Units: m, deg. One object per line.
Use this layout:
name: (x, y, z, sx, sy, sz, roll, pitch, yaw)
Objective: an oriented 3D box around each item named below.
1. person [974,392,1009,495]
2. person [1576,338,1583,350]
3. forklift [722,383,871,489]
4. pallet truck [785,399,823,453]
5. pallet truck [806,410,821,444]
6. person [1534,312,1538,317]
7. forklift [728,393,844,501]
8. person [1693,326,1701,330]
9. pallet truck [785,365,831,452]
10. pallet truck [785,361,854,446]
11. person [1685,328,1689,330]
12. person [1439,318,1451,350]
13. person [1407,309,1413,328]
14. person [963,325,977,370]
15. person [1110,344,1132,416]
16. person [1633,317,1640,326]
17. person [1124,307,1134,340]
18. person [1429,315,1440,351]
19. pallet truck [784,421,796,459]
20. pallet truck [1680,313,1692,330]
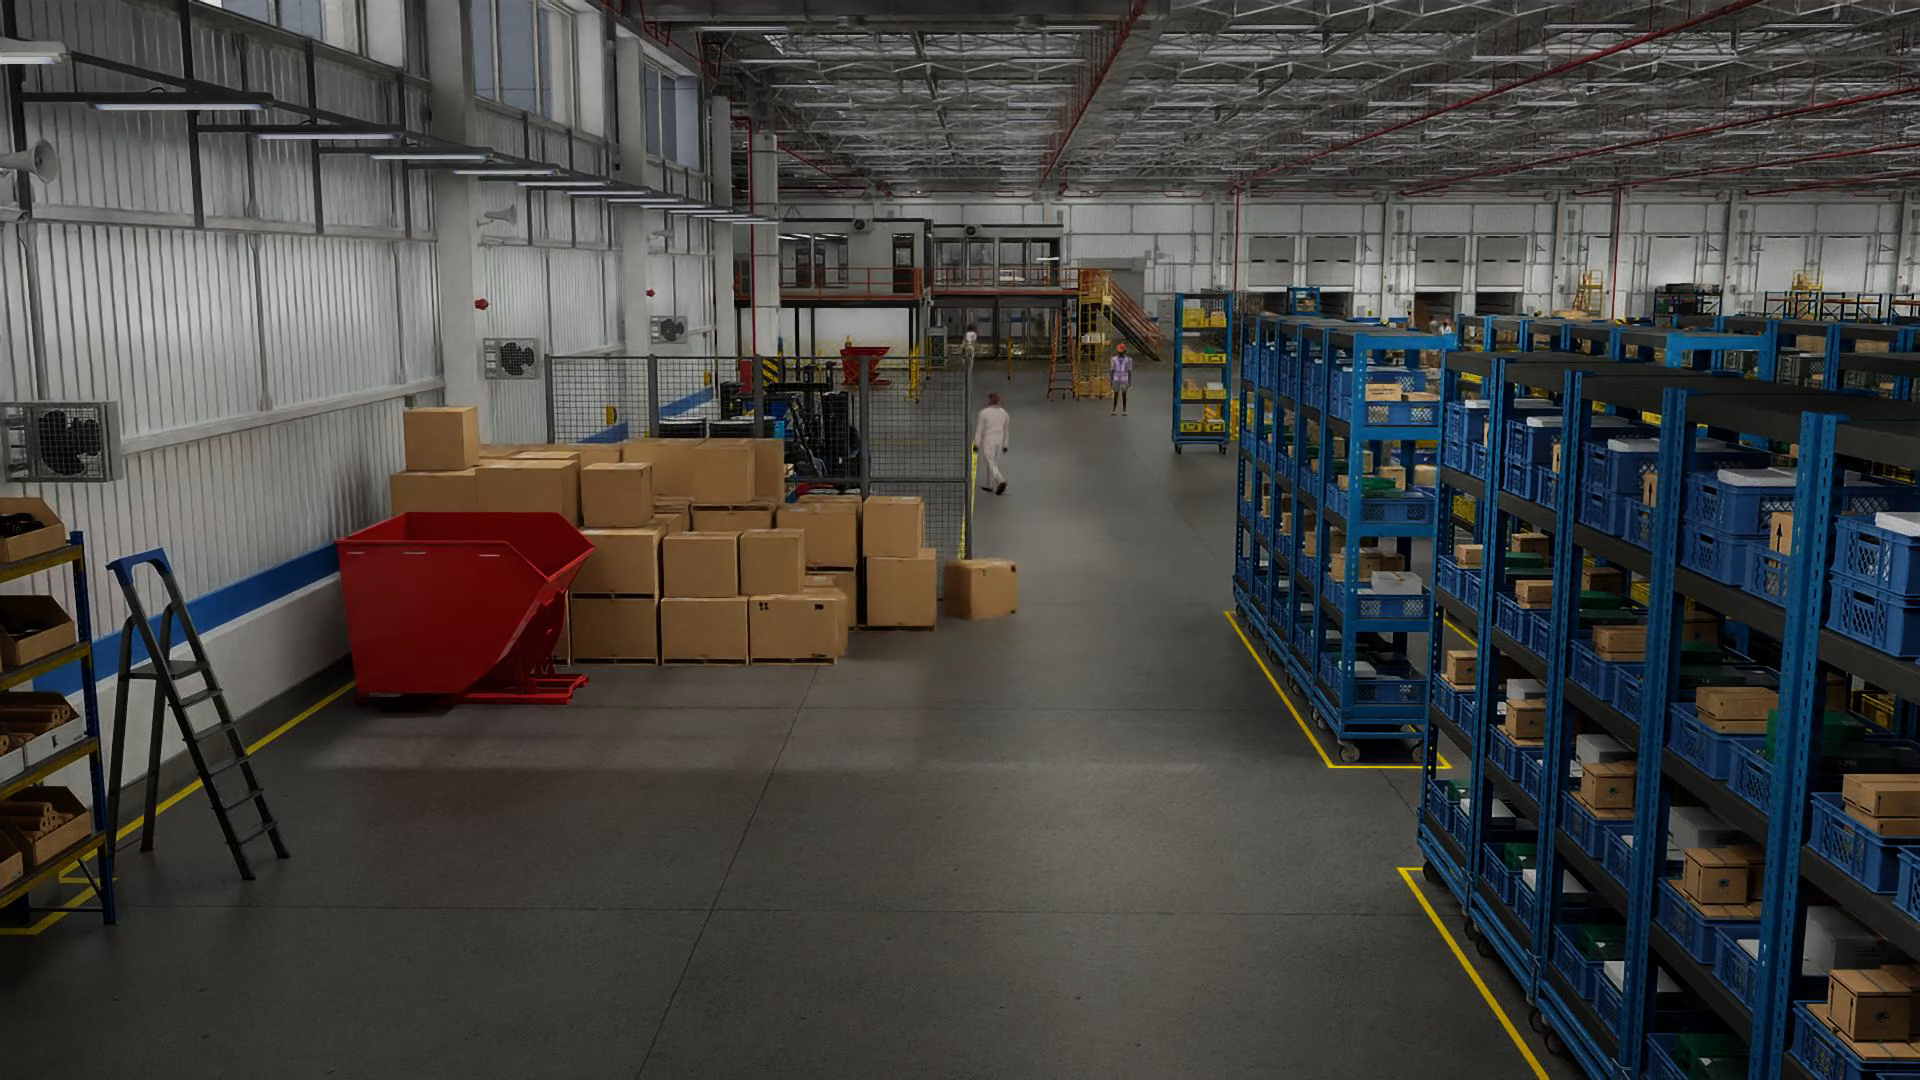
person: (0.623, -1.782, 30.667, 0.647, 1.875, 0.882, -7, 12, -38)
person: (24.813, -7.808, 67.311, 0.688, 2.000, 0.539, 2, 9, 12)
forklift: (-2.893, -1.687, 28.729, 2.680, 1.987, 1.157, 0, 9, -1)
pallet truck: (-3.814, -2.432, 36.419, 1.630, 1.274, 0.653, 0, 9, 1)
pallet truck: (-3.559, -2.018, 33.905, 1.522, 1.261, 0.704, 0, 9, -1)
person: (31.165, -11.402, 90.096, 0.624, 1.845, 0.430, -1, 9, -5)
forklift: (-2.979, -1.316, 26.476, 2.680, 1.987, 1.157, 0, 9, 1)
person: (38.381, -10.783, 86.753, 0.610, 1.682, 0.531, -4, 10, -22)
pallet truck: (-3.774, -2.976, 37.635, 1.885, 1.965, 0.823, 1, 9, 5)
pallet truck: (-3.410, -3.193, 38.978, 1.885, 1.965, 0.823, 0, 9, -1)
person: (26.658, -6.786, 61.150, 0.376, 1.995, 0.610, -4, 10, -25)
person: (22.062, -9.123, 75.734, 0.543, 1.939, 0.360, 4, 10, 25)
person: (25.595, -12.178, 94.656, 0.399, 1.918, 0.589, 6, 11, 31)
person: (0.433, -7.954, 68.751, 0.570, 1.870, 0.414, 3, 10, 18)
person: (4.558, -4.539, 47.169, 0.605, 2.034, 0.391, 2, 9, 11)
person: (31.732, -9.494, 78.062, 0.585, 1.927, 0.366, 0, 9, 2)
person: (9.960, -12.746, 98.055, 0.605, 1.948, 0.391, -4, 10, -22)
person: (23.390, -10.159, 82.192, 0.697, 1.919, 0.640, 6, 11, 32)
pallet truck: (-4.013, -1.793, 32.705, 1.601, 1.201, 0.680, 0, 9, 1)
pallet truck: (36.315, -10.531, 84.244, 0.823, 1.965, 1.885, -6, 11, -33)
